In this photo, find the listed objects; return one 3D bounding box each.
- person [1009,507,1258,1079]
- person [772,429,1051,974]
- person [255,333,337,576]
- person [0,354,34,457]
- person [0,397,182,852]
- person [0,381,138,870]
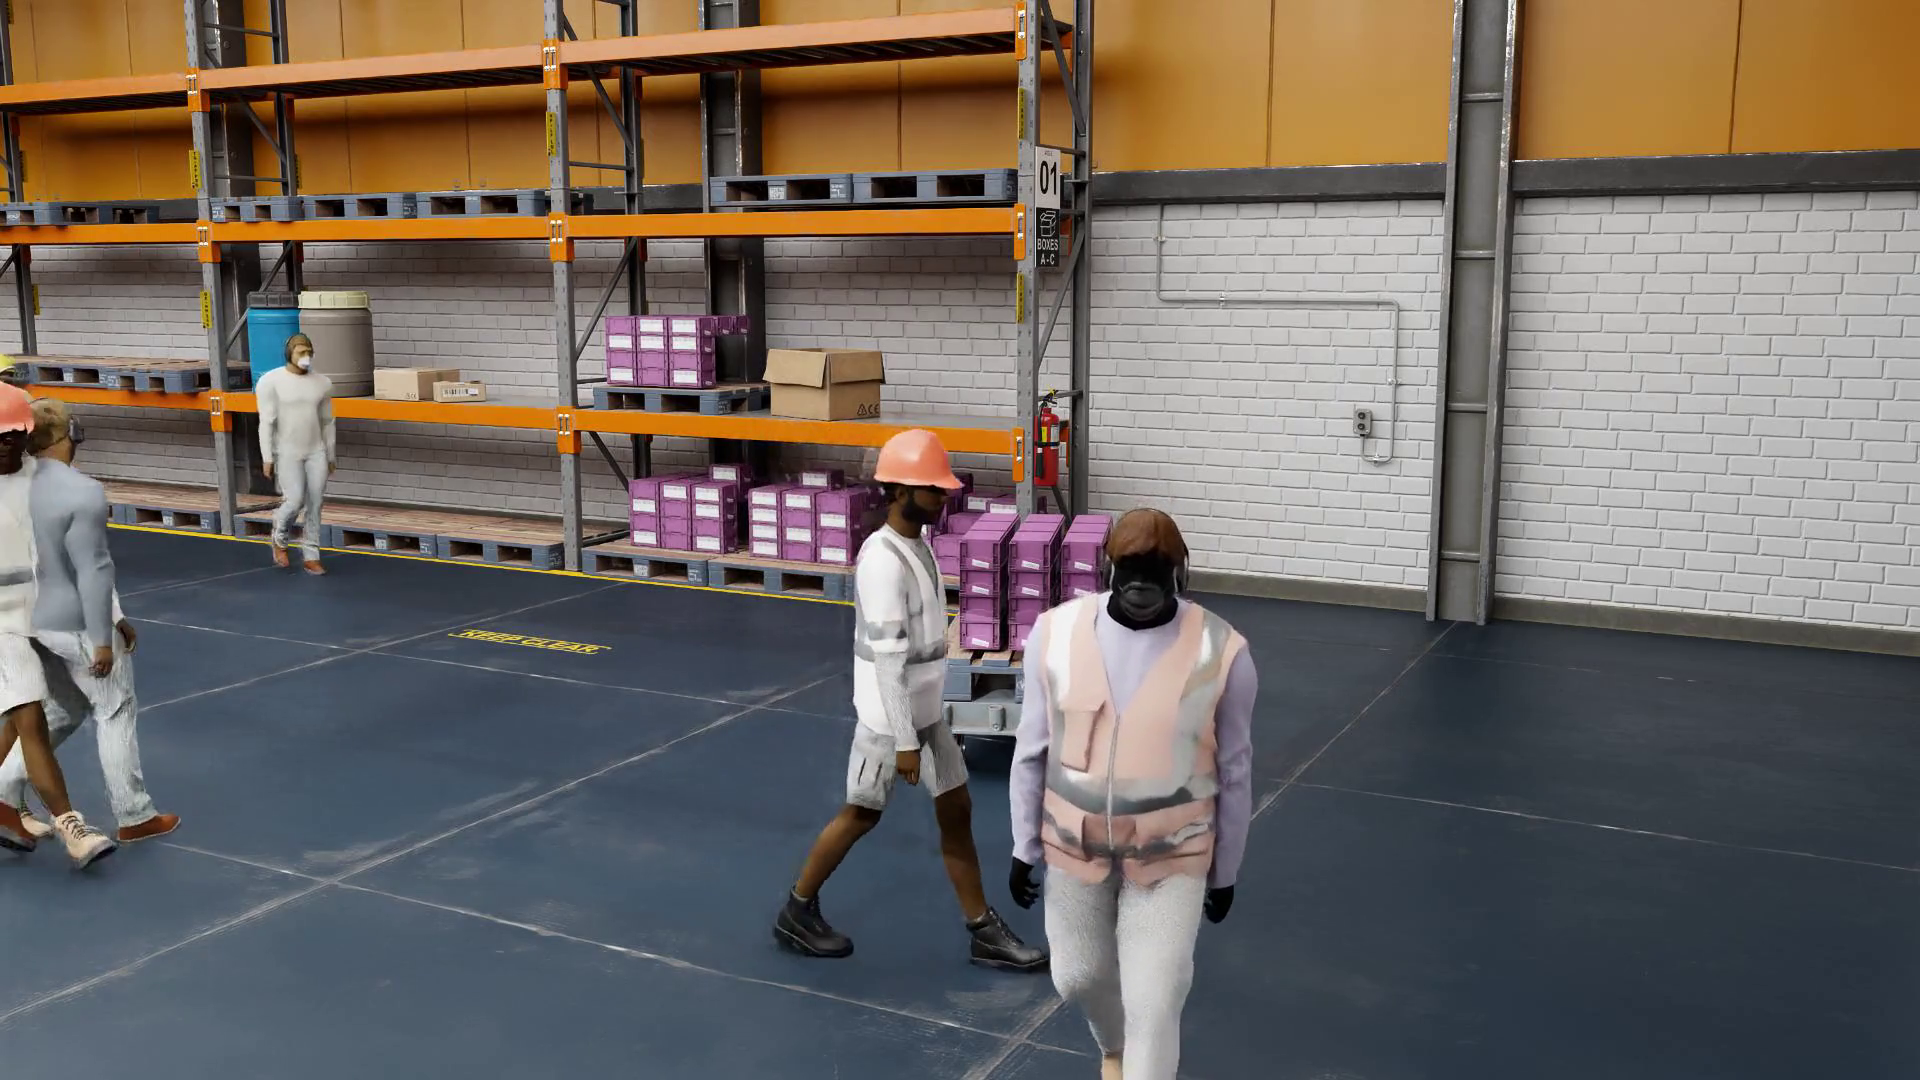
[{"bbox_3d":[0.458,0.799,4.397,0.624,1.821,0.810,3,10,19],"label":"person"},{"bbox_3d":[-0.215,0.560,5.687,1.006,1.889,0.564,3,10,16],"label":"person"},{"bbox_3d":[-5.217,-0.670,13.133,0.482,1.925,0.650,8,12,39],"label":"person"},{"bbox_3d":[-7.419,-0.583,13.121,0.931,1.767,0.653,-1,9,-5],"label":"person"},{"bbox_3d":[-3.741,0.367,6.840,0.654,1.900,0.711,5,10,26],"label":"person"},{"bbox_3d":[-3.749,0.342,6.719,1.054,1.968,0.633,5,10,28],"label":"person"}]
